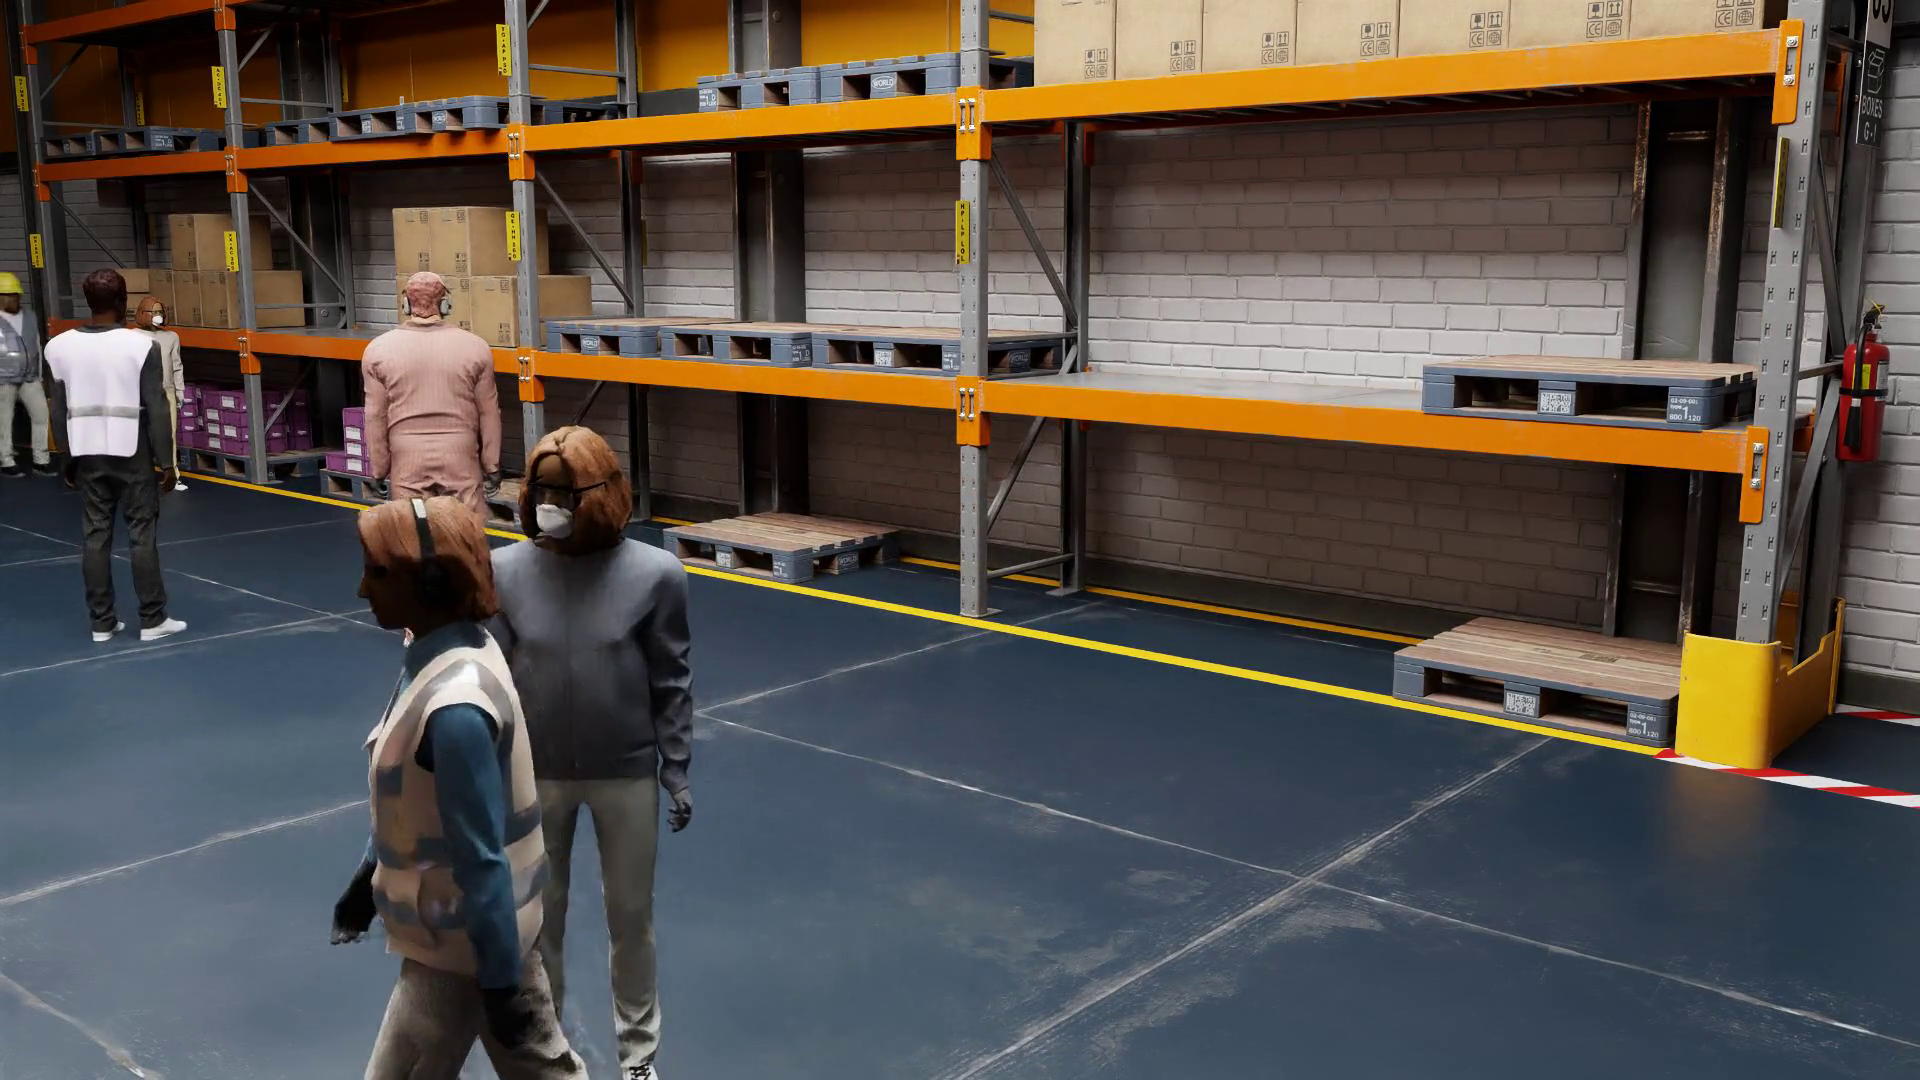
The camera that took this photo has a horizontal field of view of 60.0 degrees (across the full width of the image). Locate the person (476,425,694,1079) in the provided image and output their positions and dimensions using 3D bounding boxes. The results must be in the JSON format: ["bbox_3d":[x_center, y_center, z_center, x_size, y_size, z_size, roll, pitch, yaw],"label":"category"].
[{"bbox_3d":[-0.858,0.550,3.811,0.501,1.631,0.285,-1,10,-7],"label":"person"}]

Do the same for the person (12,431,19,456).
[{"bbox_3d":[-9.536,-1.738,16.224,0.617,1.870,0.816,-10,14,-44],"label":"person"}]

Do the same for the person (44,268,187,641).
[{"bbox_3d":[-4.348,-0.426,8.555,0.596,1.916,0.373,0,10,0],"label":"person"}]

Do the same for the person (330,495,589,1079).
[{"bbox_3d":[-0.969,0.713,2.991,0.837,1.594,0.524,-3,10,-15],"label":"person"}]

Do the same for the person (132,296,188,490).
[{"bbox_3d":[-6.663,-1.197,13.778,0.276,1.629,0.497,7,12,35],"label":"person"}]

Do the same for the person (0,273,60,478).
[{"bbox_3d":[-8.253,-1.427,14.573,0.680,1.803,0.625,5,11,27],"label":"person"}]

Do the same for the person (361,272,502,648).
[{"bbox_3d":[-2.629,-0.382,8.345,0.652,1.904,0.402,-3,10,-15],"label":"person"}]
